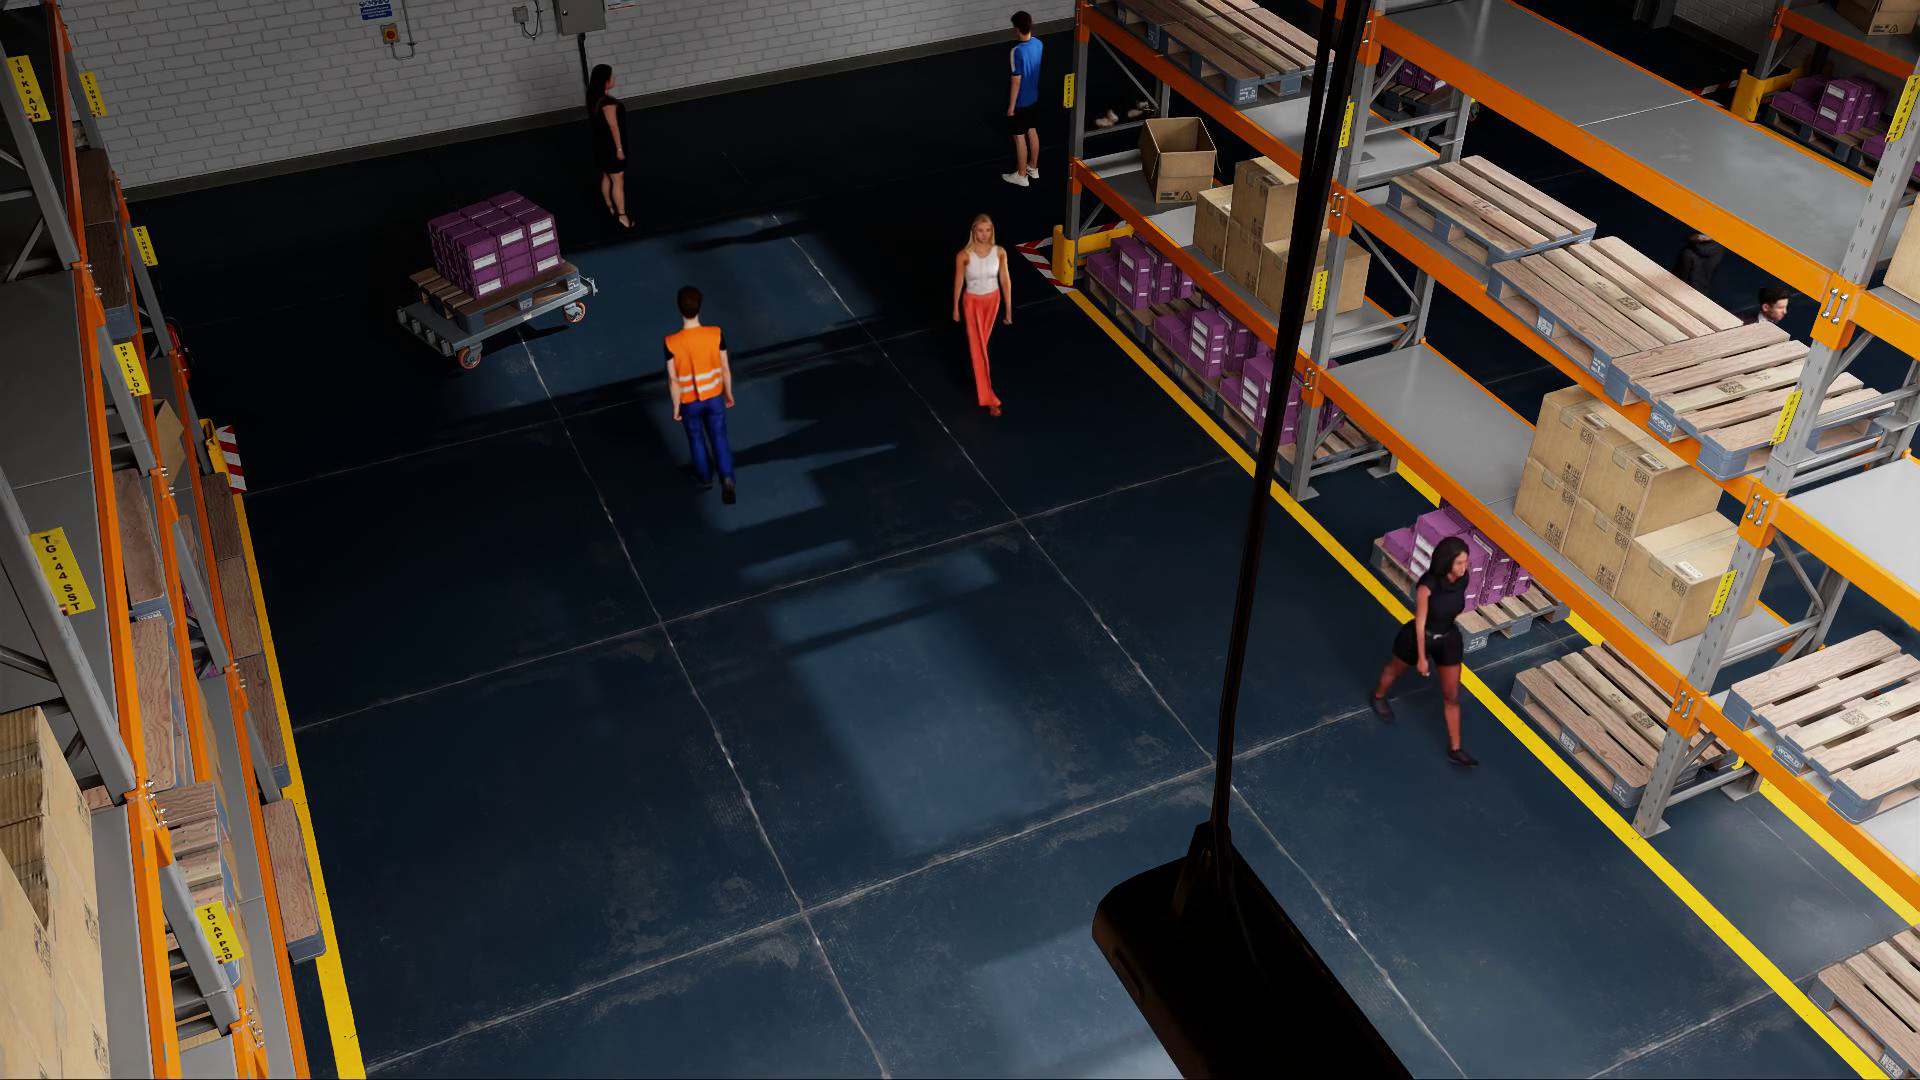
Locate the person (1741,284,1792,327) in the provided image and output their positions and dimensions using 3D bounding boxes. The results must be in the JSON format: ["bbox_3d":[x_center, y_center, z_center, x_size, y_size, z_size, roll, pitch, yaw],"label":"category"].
[{"bbox_3d":[6.231,-1.285,13.409,0.765,1.851,0.700,-25,45,-28],"label":"person"}]

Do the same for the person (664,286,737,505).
[{"bbox_3d":[-2.027,-1.082,13.141,0.672,1.867,1.016,-15,41,-18],"label":"person"}]

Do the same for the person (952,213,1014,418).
[{"bbox_3d":[0.161,-2.034,14.435,0.773,1.740,1.327,-11,40,-13],"label":"person"}]

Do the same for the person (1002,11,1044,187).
[{"bbox_3d":[0.678,-4.695,17.668,0.754,1.863,0.752,24,44,27],"label":"person"}]

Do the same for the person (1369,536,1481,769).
[{"bbox_3d":[3.058,0.659,11.107,0.597,1.684,1.171,-16,41,-19],"label":"person"}]

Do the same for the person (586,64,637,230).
[{"bbox_3d":[-3.570,-4.003,16.919,0.747,1.717,0.602,-24,44,-27],"label":"person"}]
